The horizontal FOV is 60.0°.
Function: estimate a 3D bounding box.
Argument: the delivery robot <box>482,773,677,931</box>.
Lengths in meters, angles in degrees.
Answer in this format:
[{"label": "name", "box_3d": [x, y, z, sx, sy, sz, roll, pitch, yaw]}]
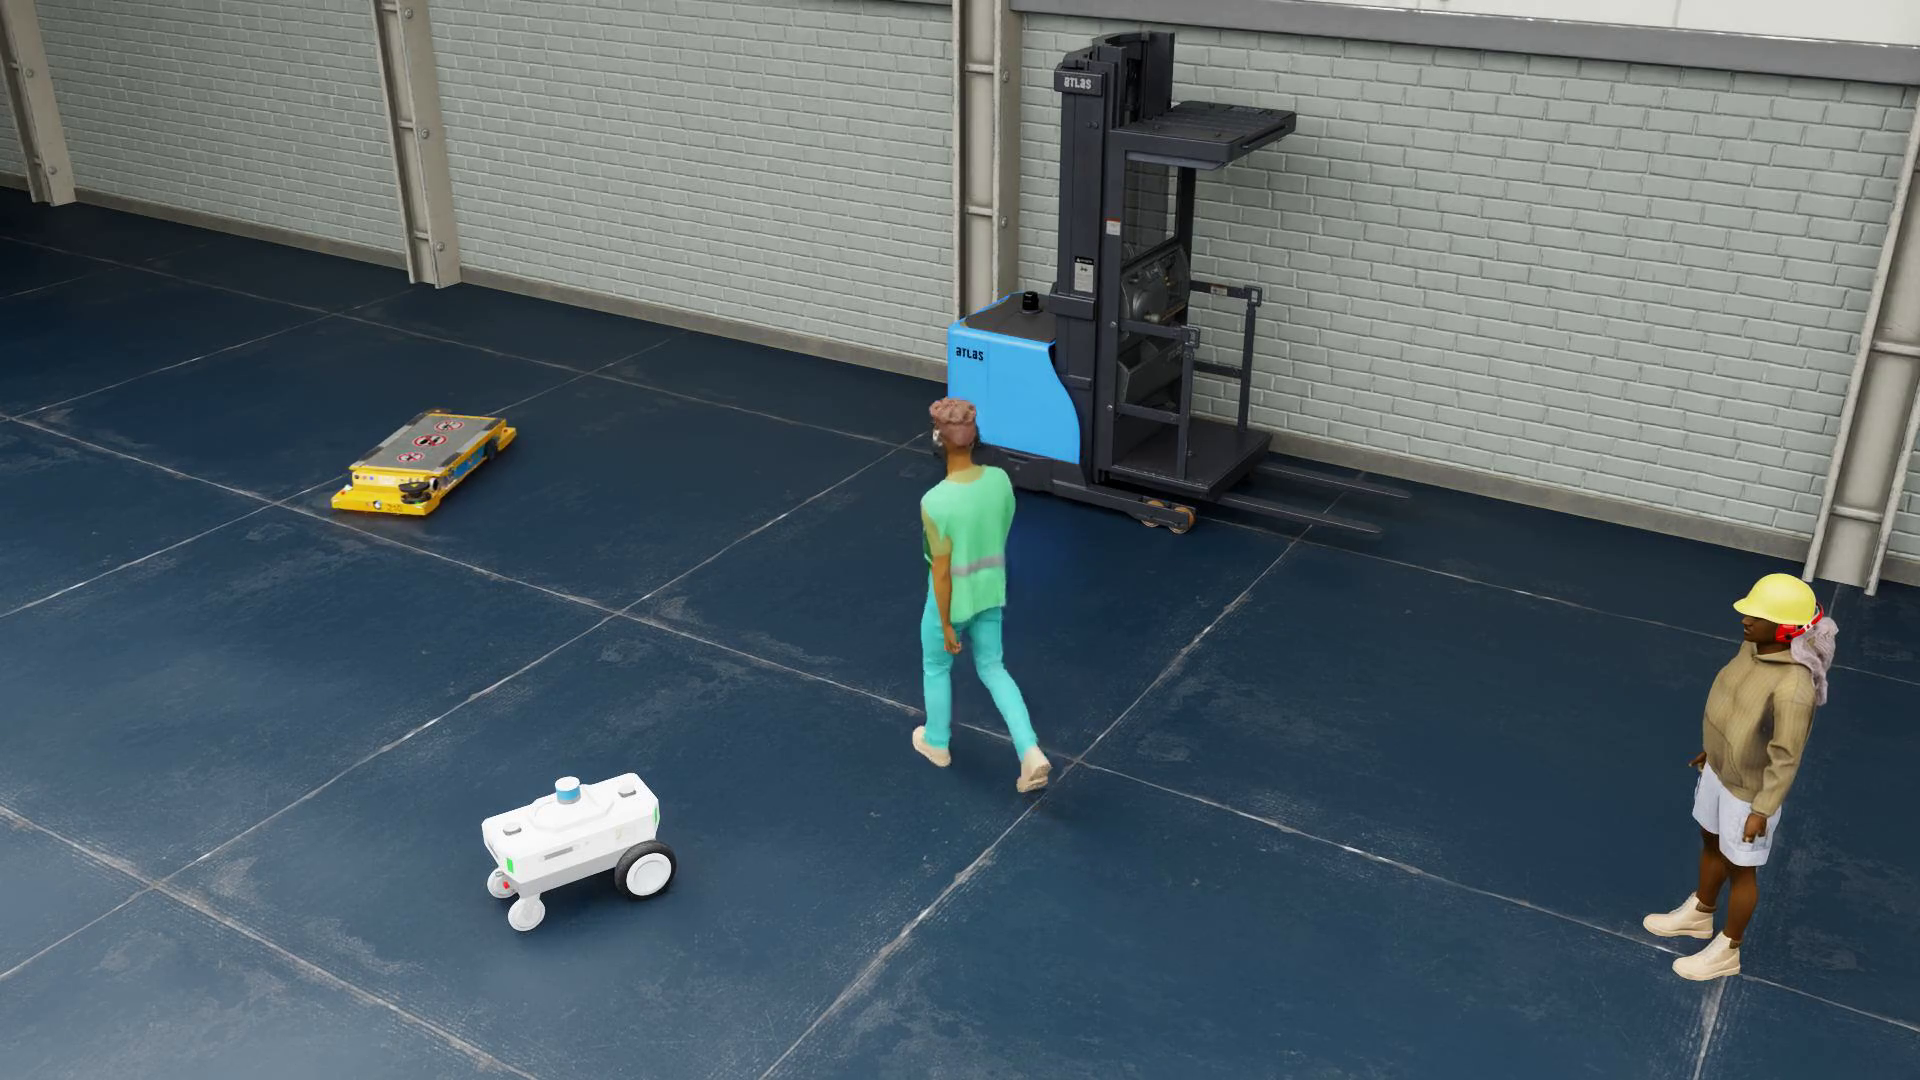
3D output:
[{"label": "delivery robot", "box_3d": [-1.663, 1.293, 7.173, 0.766, 0.580, 0.499, -16, 29, -29]}]

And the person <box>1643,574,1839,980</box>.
[{"label": "person", "box_3d": [3.103, 0.927, 6.546, 0.405, 1.763, 0.531, -1, 25, -1]}]

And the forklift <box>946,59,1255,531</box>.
[{"label": "forklift", "box_3d": [0.933, -1.707, 10.833, 1.873, 2.768, 1.129, 15, 29, 28]}]

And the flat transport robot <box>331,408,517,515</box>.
[{"label": "flat transport robot", "box_3d": [-3.654, -0.551, 11.423, 0.659, 0.231, 1.431, 5, 26, 9]}]

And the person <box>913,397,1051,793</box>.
[{"label": "person", "box_3d": [0.062, 0.286, 7.691, 0.484, 1.954, 0.838, -15, 29, -29]}]
